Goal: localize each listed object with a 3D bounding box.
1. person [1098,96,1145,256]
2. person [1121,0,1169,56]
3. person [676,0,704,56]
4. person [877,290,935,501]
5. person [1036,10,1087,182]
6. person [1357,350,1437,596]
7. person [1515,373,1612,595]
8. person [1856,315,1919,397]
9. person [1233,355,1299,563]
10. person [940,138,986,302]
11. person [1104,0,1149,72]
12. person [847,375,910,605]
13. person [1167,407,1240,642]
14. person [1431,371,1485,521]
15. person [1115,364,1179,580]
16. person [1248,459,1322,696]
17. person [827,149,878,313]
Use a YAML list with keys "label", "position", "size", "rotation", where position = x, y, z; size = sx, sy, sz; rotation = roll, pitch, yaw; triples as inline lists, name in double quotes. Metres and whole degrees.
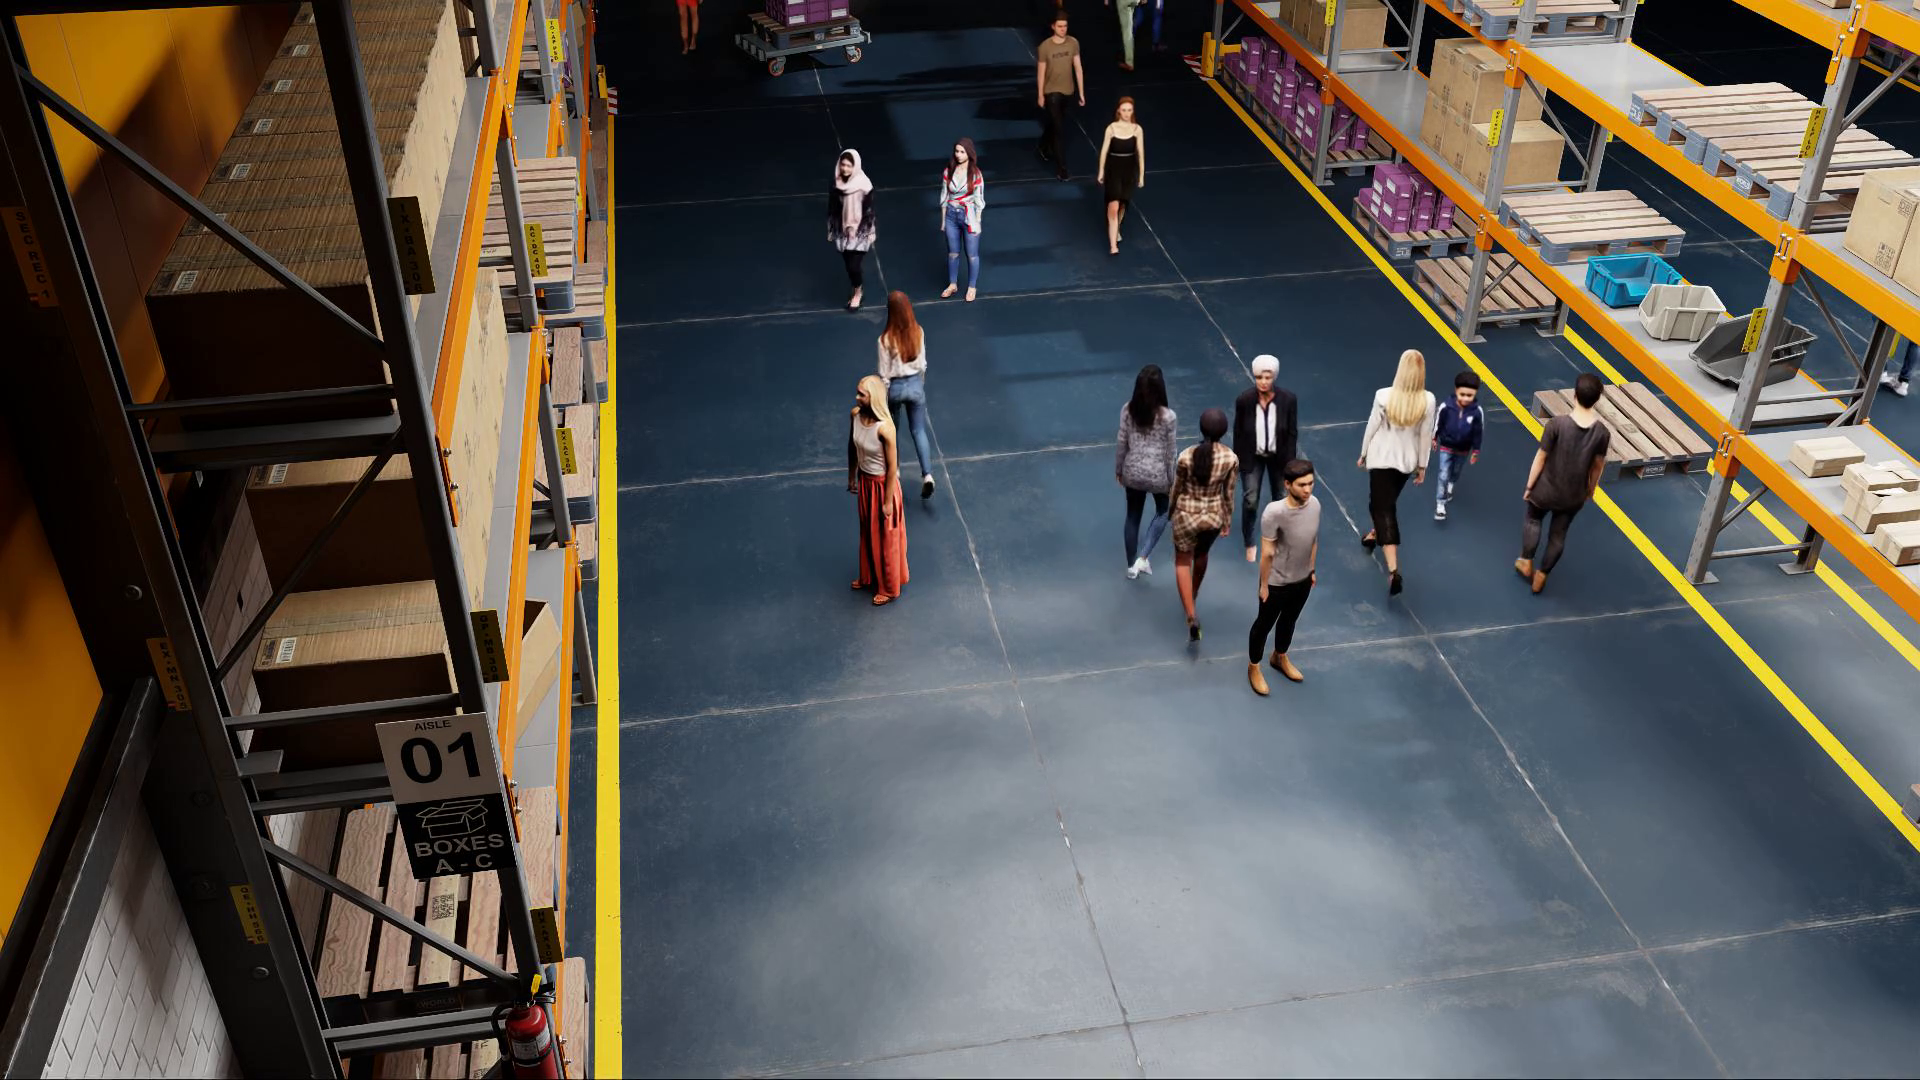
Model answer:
- label: "person"
  position: [1.648, -3.784, 17.109]
  size: [0.647, 1.587, 1.040]
  rotation: [-3, 34, -4]
- label: "person"
  position: [2.486, -7.204, 22.208]
  size: [1.064, 1.638, 1.170]
  rotation: [-26, 41, -33]
- label: "person"
  position: [-3.707, -7.500, 22.605]
  size: [0.692, 1.691, 0.908]
  rotation: [0, 34, 1]
- label: "person"
  position: [-0.403, -1.115, 12.986]
  size: [0.677, 1.706, 1.048]
  rotation: [-12, 35, -17]
- label: "person"
  position: [1.086, -5.084, 18.864]
  size: [0.892, 1.810, 1.294]
  rotation: [-14, 36, -20]
- label: "person"
  position: [3.104, -0.449, 11.883]
  size: [0.660, 1.818, 1.171]
  rotation: [-3, 34, -5]
- label: "person"
  position: [4.277, -0.345, 11.839]
  size: [0.771, 1.694, 0.787]
  rotation: [8, 35, 12]
- label: "person"
  position: [8.335, -2.101, 14.315]
  size: [0.750, 1.878, 0.735]
  rotation: [-11, 35, -16]
- label: "person"
  position: [2.322, -0.637, 12.342]
  size: [0.931, 1.771, 1.019]
  rotation: [7, 34, 10]
- label: "person"
  position: [0.029, -3.104, 16.062]
  size: [0.663, 1.613, 0.672]
  rotation: [12, 35, 18]
- label: "person"
  position: [2.263, -7.077, 21.827]
  size: [0.839, 1.847, 0.911]
  rotation: [-19, 38, -26]
- label: "person"
  position: [-0.584, -0.362, 11.767]
  size: [0.788, 1.801, 0.678]
  rotation: [-24, 40, -31]
- label: "person"
  position: [1.630, -0.078, 11.371]
  size: [0.662, 1.766, 0.982]
  rotation: [-2, 34, -3]
- label: "person"
  position: [3.871, -0.787, 12.952]
  size: [0.750, 1.197, 0.905]
  rotation: [10, 35, 14]
- label: "person"
  position: [1.307, -0.422, 11.929]
  size: [0.782, 1.722, 0.834]
  rotation: [15, 37, 22]
- label: "person"
  position: [2.151, 0.212, 10.973]
  size: [0.663, 1.724, 0.625]
  rotation: [-16, 37, -22]
- label: "person"
  position: [-0.979, -2.979, 15.871]
  size: [0.797, 1.618, 0.849]
  rotation: [17, 37, 24]
